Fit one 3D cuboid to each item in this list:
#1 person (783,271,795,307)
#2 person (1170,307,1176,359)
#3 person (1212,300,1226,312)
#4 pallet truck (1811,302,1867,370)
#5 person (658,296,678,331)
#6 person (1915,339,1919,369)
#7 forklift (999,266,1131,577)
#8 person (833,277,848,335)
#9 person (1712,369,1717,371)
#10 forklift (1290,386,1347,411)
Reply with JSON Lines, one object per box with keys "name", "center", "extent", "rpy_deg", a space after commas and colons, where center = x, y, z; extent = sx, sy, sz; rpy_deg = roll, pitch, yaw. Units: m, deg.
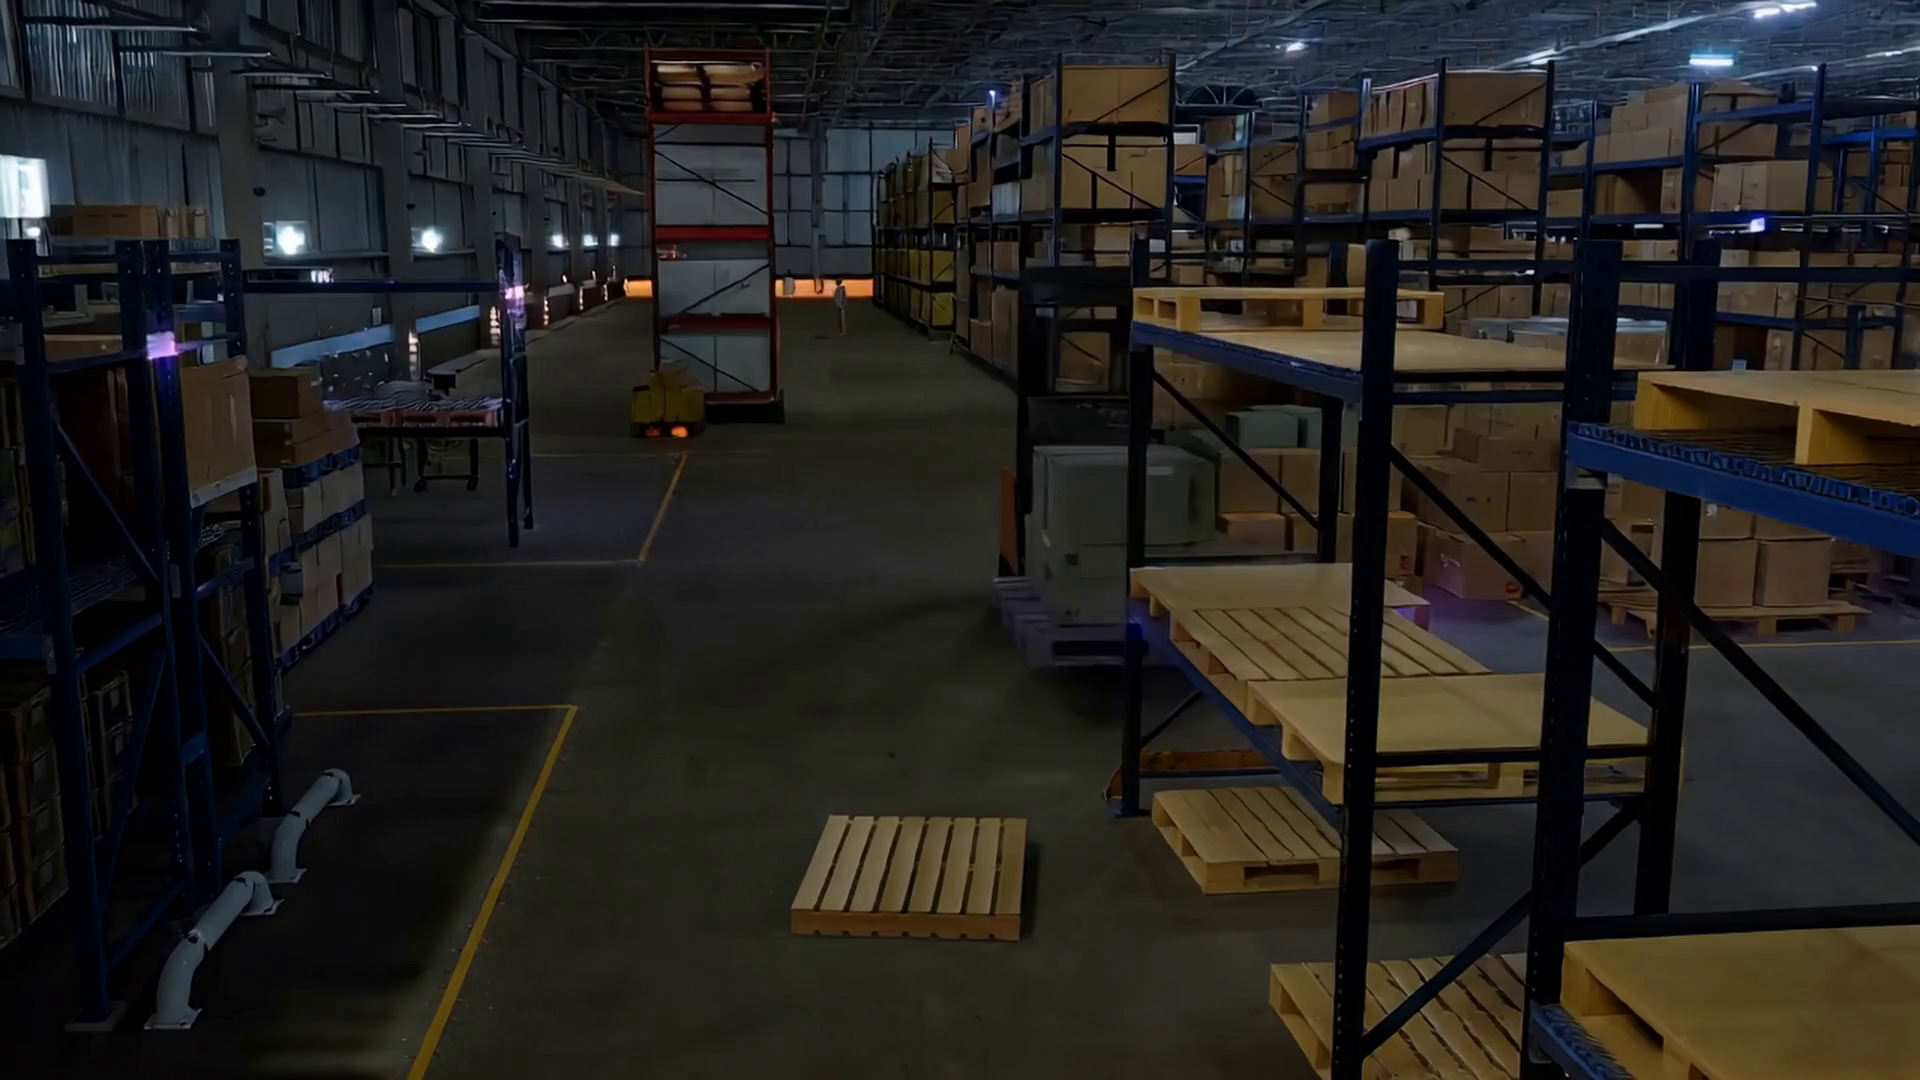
{"name": "person", "center": [-7.773, -11.403, 75.556], "extent": [0.523, 1.638, 0.310], "rpy_deg": [1, 10, 8]}
{"name": "person", "center": [5.251, -5.293, 41.755], "extent": [0.523, 1.627, 0.374], "rpy_deg": [1, 10, 5]}
{"name": "person", "center": [9.429, -8.673, 60.255], "extent": [0.563, 1.703, 0.872], "rpy_deg": [2, 10, 11]}
{"name": "pallet truck", "center": [15.846, -3.142, 28.793], "extent": [1.885, 1.965, 0.823], "rpy_deg": [2, 10, 12]}
{"name": "person", "center": [-7.676, -5.808, 43.801], "extent": [0.587, 1.914, 0.392], "rpy_deg": [-3, 11, -16]}
{"name": "person", "center": [15.249, -2.540, 26.384], "extent": [0.825, 1.651, 0.551], "rpy_deg": [1, 10, 7]}
{"name": "forklift", "center": [0.956, -0.830, 13.534], "extent": [1.129, 2.768, 1.873], "rpy_deg": [-1, 10, -6]}
{"name": "person", "center": [-3.856, -7.521, 53.522], "extent": [0.430, 1.837, 0.626], "rpy_deg": [-8, 13, -36]}
{"name": "person", "center": [8.345, -1.290, 18.788], "extent": [0.582, 1.903, 0.623], "rpy_deg": [-5, 11, -24]}
{"name": "forklift", "center": [6.097, -3.358, 27.539], "extent": [1.129, 2.768, 1.873], "rpy_deg": [2, 10, 10]}
